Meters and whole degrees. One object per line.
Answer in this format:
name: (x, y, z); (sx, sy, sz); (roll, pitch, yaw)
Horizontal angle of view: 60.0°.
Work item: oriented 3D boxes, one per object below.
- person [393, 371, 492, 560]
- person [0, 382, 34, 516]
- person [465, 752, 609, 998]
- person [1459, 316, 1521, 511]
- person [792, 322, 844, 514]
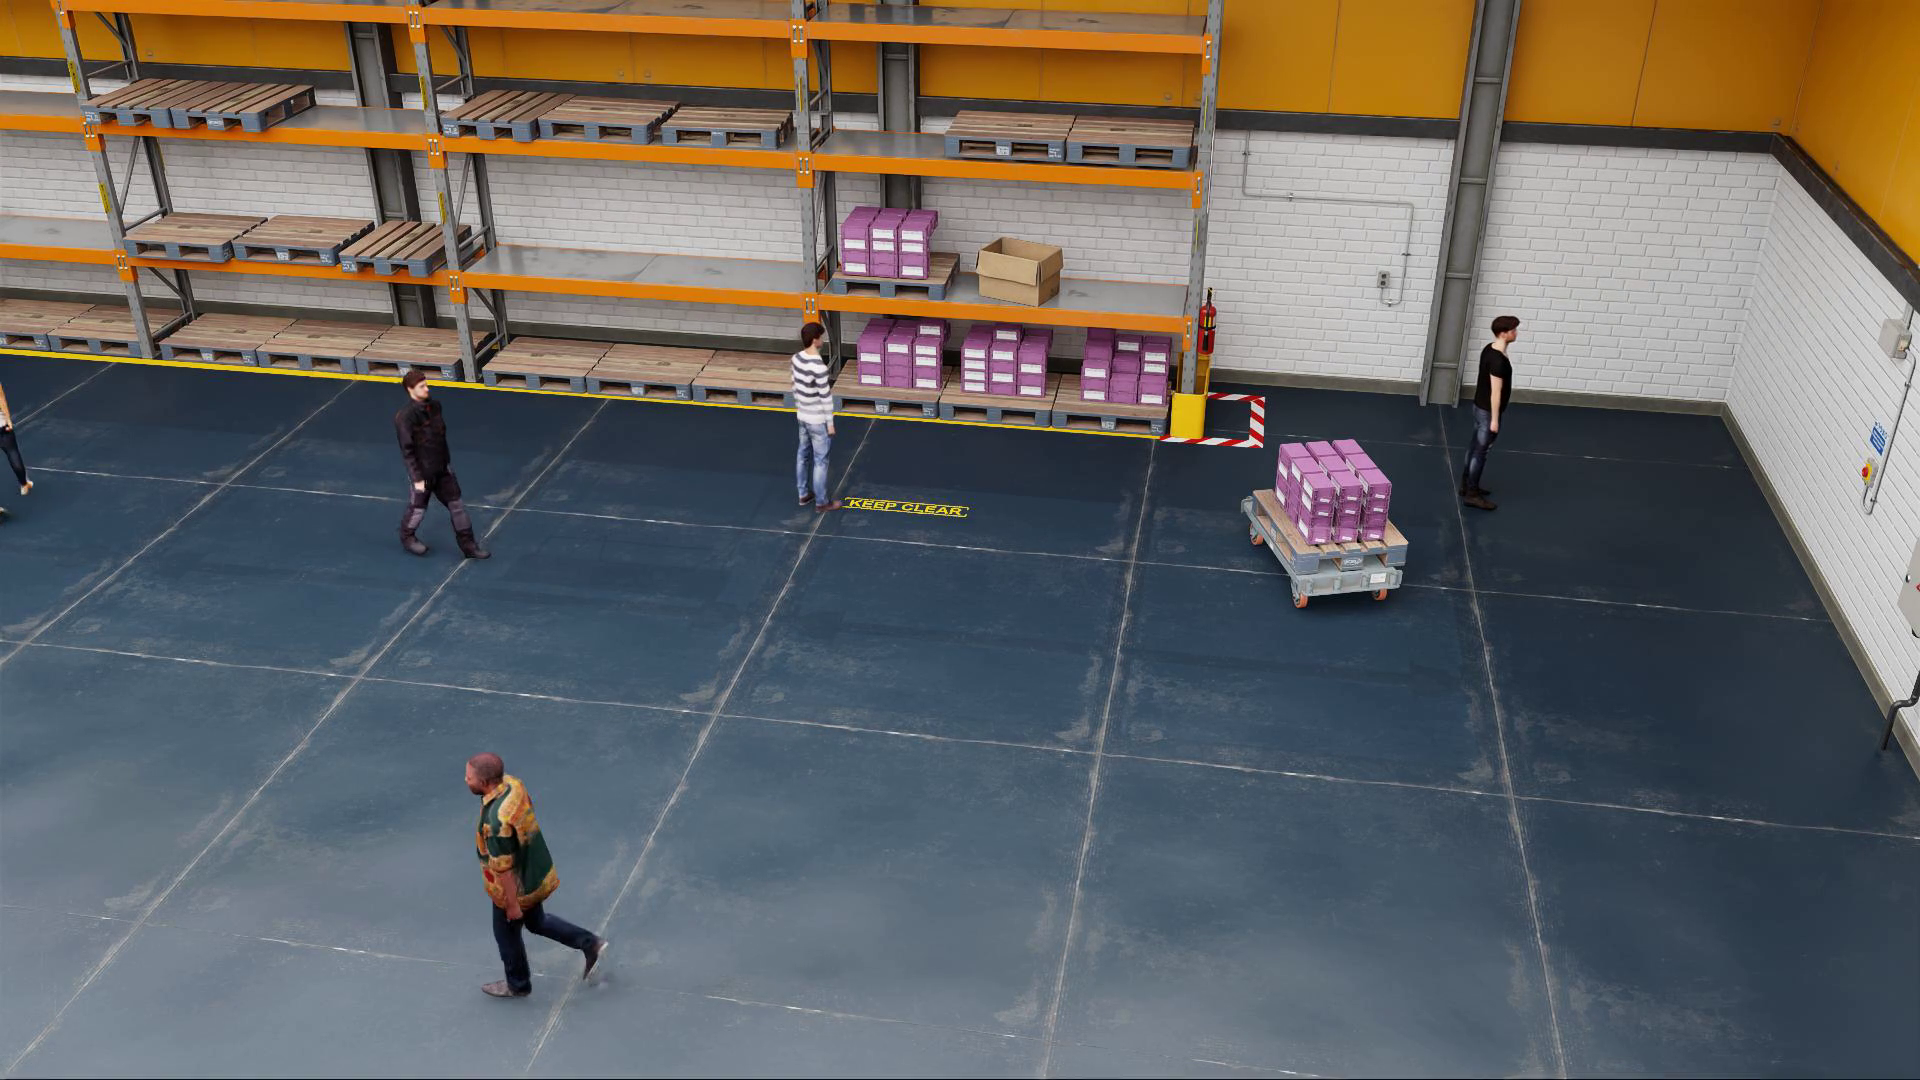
person: (-4.797, -0.638, 14.771); (1.236, 1.795, 0.932); (12, 31, 21)
person: (-9.145, -1.055, 15.578); (1.076, 1.754, 0.923); (-7, 29, -13)
person: (-2.557, 2.017, 9.916); (1.097, 1.782, 0.851); (-3, 29, -5)
person: (4.998, -1.233, 15.757); (0.551, 1.896, 0.661); (4, 29, 7)
person: (-1.385, -1.161, 15.672); (0.781, 1.849, 0.685); (-24, 36, -36)
